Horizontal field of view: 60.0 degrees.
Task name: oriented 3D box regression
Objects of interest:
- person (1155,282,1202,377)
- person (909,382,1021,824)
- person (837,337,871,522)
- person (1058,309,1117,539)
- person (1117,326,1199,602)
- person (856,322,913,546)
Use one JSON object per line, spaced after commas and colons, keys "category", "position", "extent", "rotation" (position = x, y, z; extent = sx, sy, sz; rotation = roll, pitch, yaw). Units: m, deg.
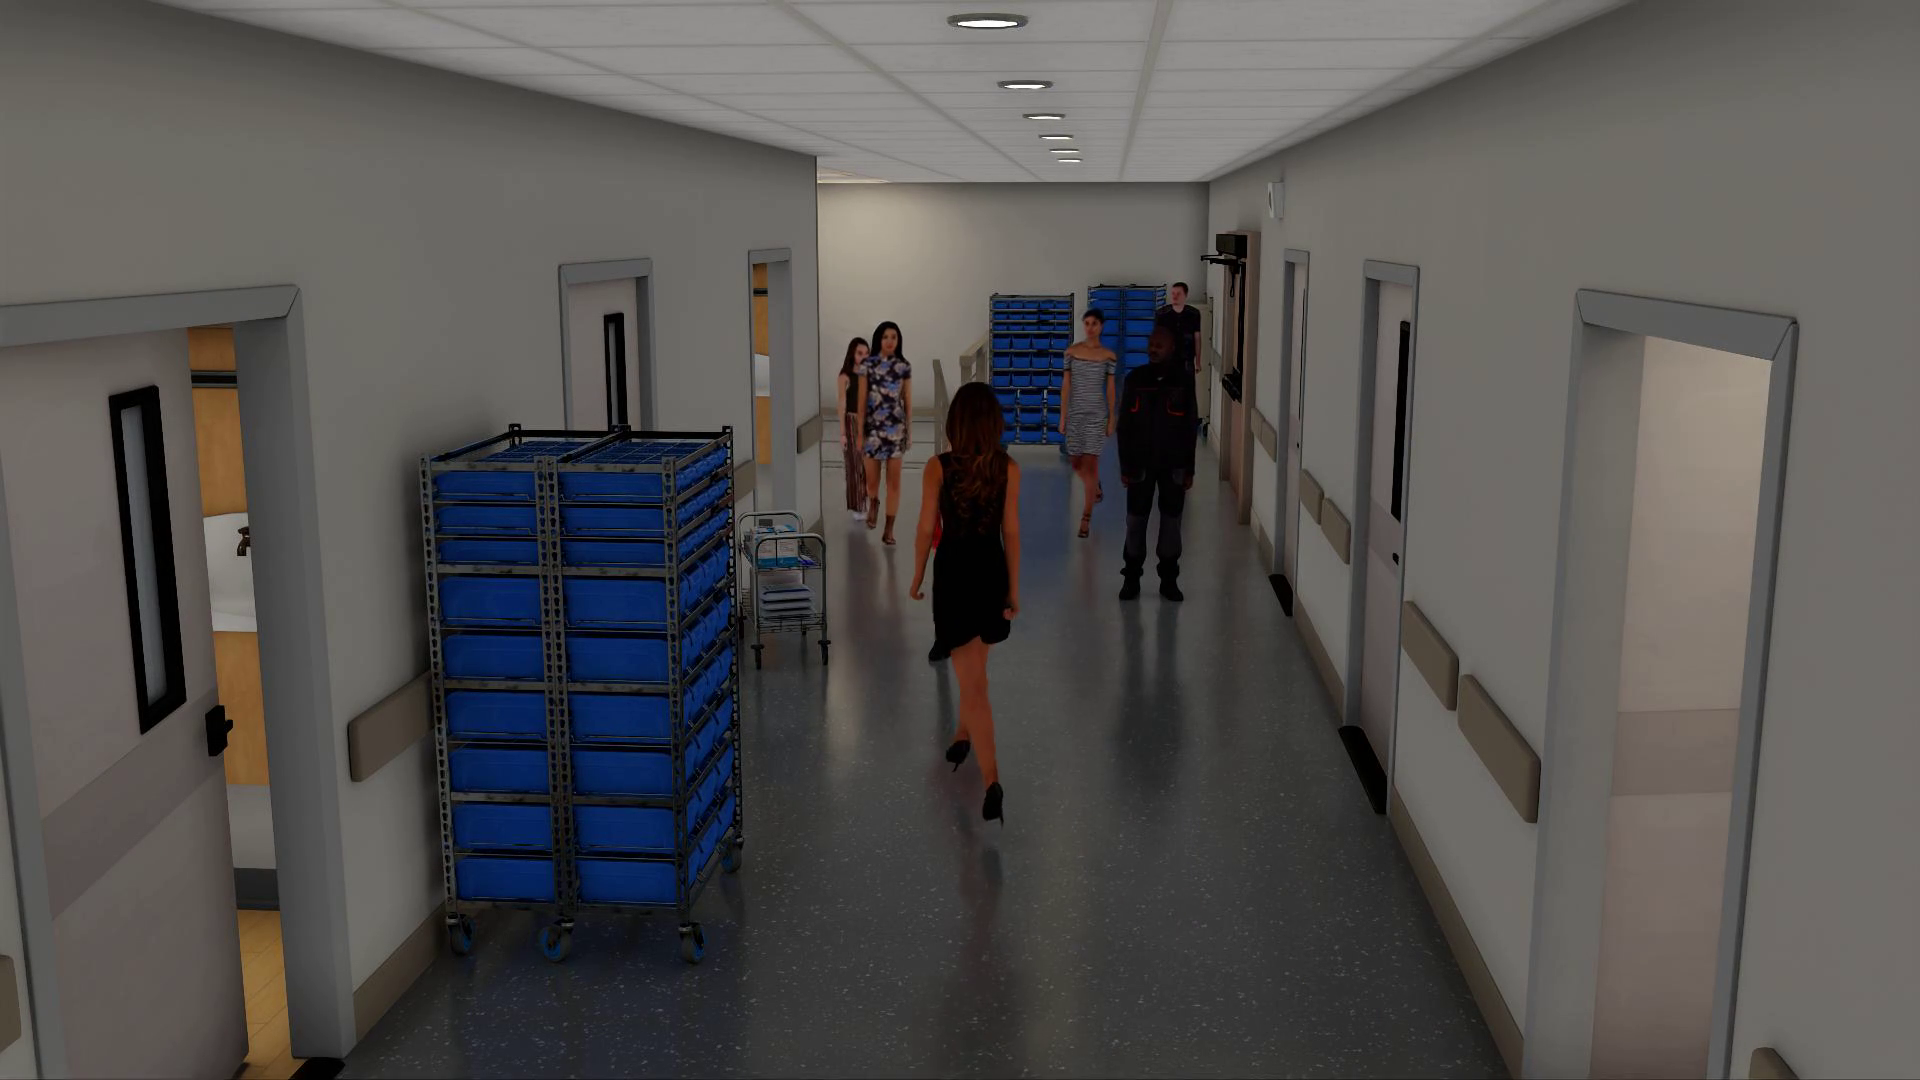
{"category": "person", "position": [2.448, -1.997, 18.815], "extent": [0.704, 1.845, 0.570], "rotation": [1, 11, 7]}
{"category": "person", "position": [0.056, 0.304, 6.881], "extent": [0.862, 1.773, 1.231], "rotation": [-3, 11, -14]}
{"category": "person", "position": [-0.895, -0.940, 14.031], "extent": [0.711, 1.553, 0.800], "rotation": [-5, 12, -24]}
{"category": "person", "position": [1.035, -0.943, 13.384], "extent": [0.768, 1.800, 1.077], "rotation": [4, 11, 18]}
{"category": "person", "position": [1.320, -0.526, 11.131], "extent": [0.687, 1.820, 0.572], "rotation": [1, 11, 7]}
{"category": "person", "position": [-0.602, -0.832, 13.015], "extent": [0.707, 1.719, 0.859], "rotation": [-2, 11, -9]}
